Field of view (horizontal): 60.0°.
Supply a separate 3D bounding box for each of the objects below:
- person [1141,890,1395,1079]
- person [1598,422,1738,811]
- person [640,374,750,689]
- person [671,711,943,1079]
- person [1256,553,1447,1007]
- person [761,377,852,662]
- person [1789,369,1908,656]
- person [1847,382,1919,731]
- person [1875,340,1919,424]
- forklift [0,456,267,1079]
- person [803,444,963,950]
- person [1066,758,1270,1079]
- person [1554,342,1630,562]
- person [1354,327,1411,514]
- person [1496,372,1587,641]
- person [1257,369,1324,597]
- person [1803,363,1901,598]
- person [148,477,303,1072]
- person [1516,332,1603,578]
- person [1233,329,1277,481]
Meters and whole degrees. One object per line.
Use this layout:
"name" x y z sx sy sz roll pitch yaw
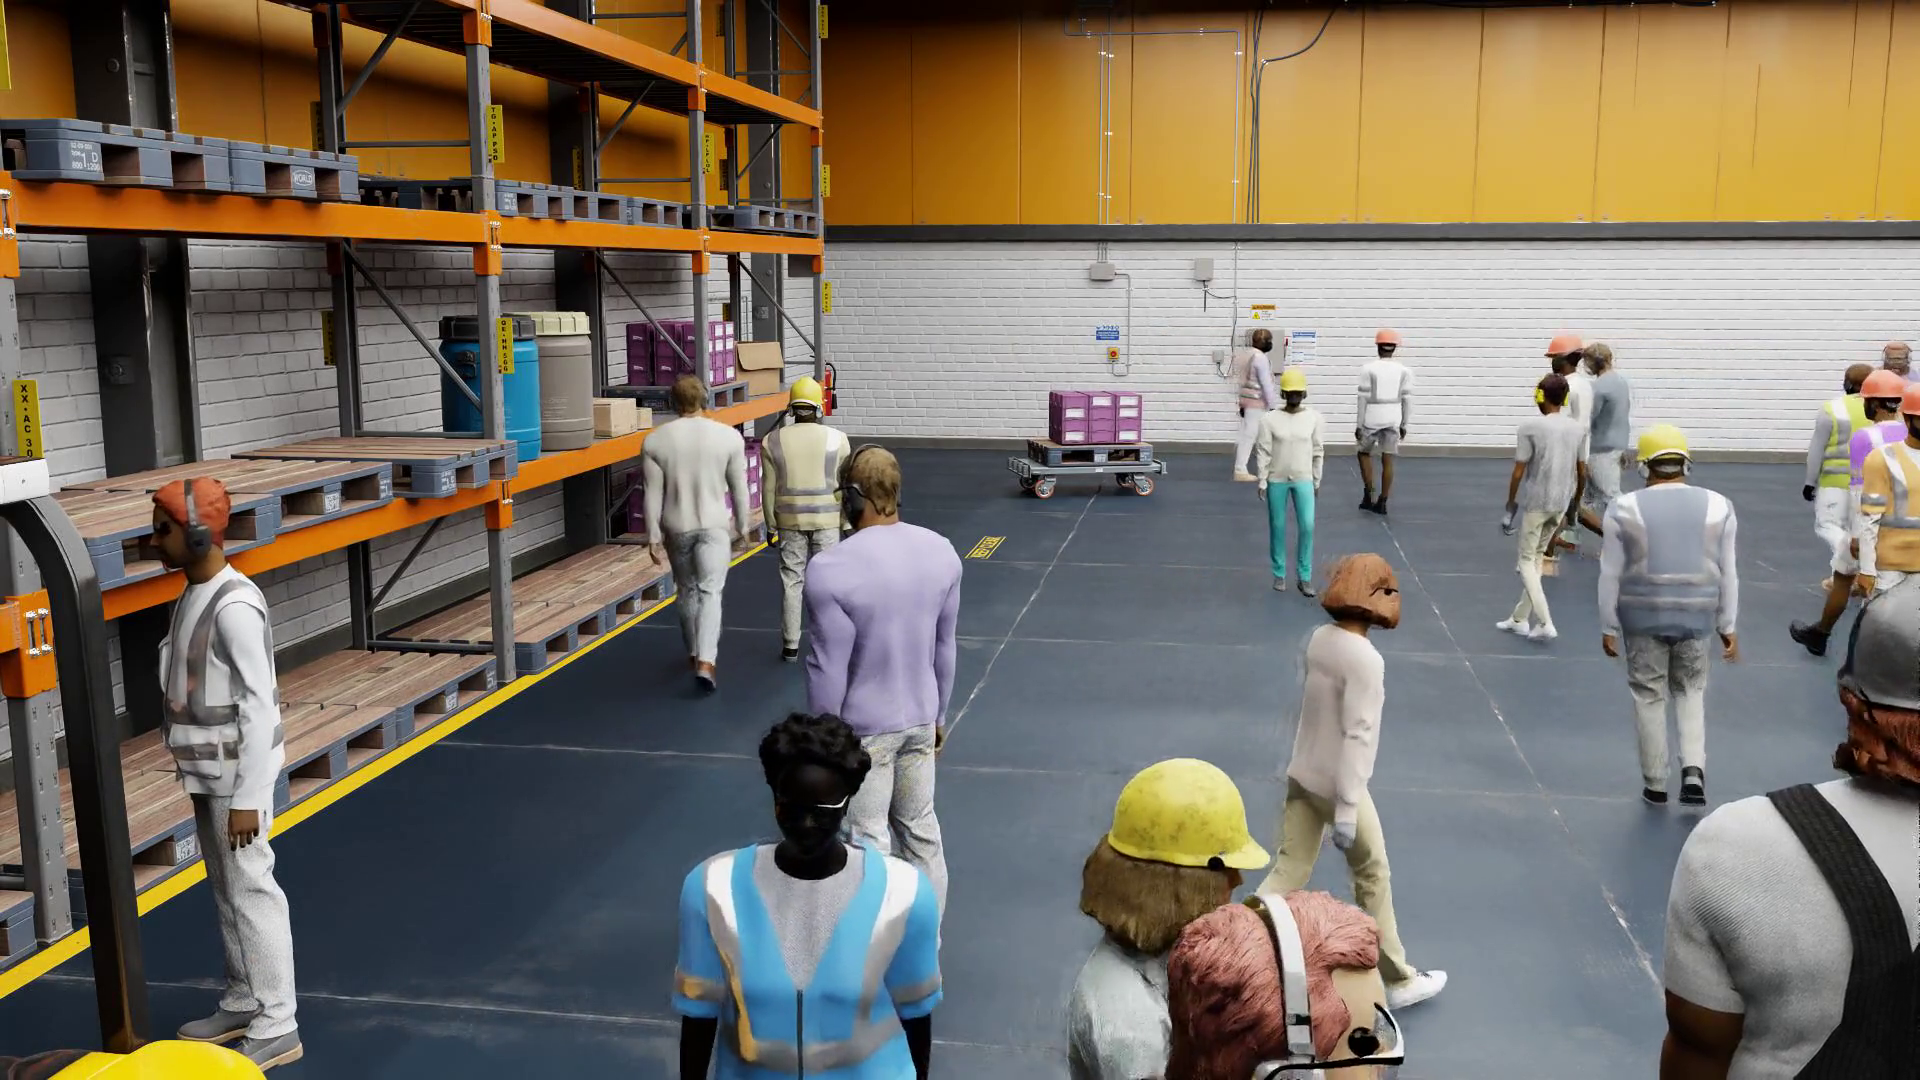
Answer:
"person" 0.254 1.286 1.795 0.528 1.891 0.648 0 9 -1
"person" 3.260 0.365 7.708 0.609 1.809 0.432 2 9 10
"person" -1.610 -0.062 10.120 0.636 1.897 1.033 -1 9 -3
"person" -0.294 1.127 3.383 0.530 1.679 0.652 0 9 2
"person" 1.240 0.827 5.558 0.854 1.576 0.557 -2 9 -13
"person" -0.970 -0.125 10.661 0.590 1.833 0.404 0 9 -3
"person" 5.724 -0.121 10.453 0.567 1.883 1.002 -2 9 -14
"person" 5.050 0.118 8.840 0.552 1.935 0.374 -2 9 -10
"person" 8.408 -0.863 15.038 0.681 1.880 0.441 4 10 23
"forklift" -2.328 0.975 2.765 2.313 2.155 1.214 1 9 9
"person" -0.275 0.641 5.618 0.627 1.938 0.372 -8 12 -42
"person" 0.407 1.212 2.758 0.679 1.720 0.503 3 10 20
"person" 5.434 -0.753 14.359 0.927 1.887 0.631 7 11 36
"person" 4.343 -1.224 17.160 0.585 1.922 0.457 -1 9 -5
"person" 3.929 -0.228 11.299 0.590 1.824 0.646 -2 9 -13
"person" 2.555 -0.436 12.848 0.525 1.745 0.672 1 9 5
"person" 6.795 -0.440 12.654 0.626 1.814 0.725 -1 9 -4
"person" -2.296 0.735 5.195 0.337 1.882 0.584 -7 11 -37
"person" 4.974 -0.659 13.412 0.783 2.019 0.607 8 12 40
"person" 3.637 -1.596 19.794 0.832 1.810 0.623 0 9 -2
